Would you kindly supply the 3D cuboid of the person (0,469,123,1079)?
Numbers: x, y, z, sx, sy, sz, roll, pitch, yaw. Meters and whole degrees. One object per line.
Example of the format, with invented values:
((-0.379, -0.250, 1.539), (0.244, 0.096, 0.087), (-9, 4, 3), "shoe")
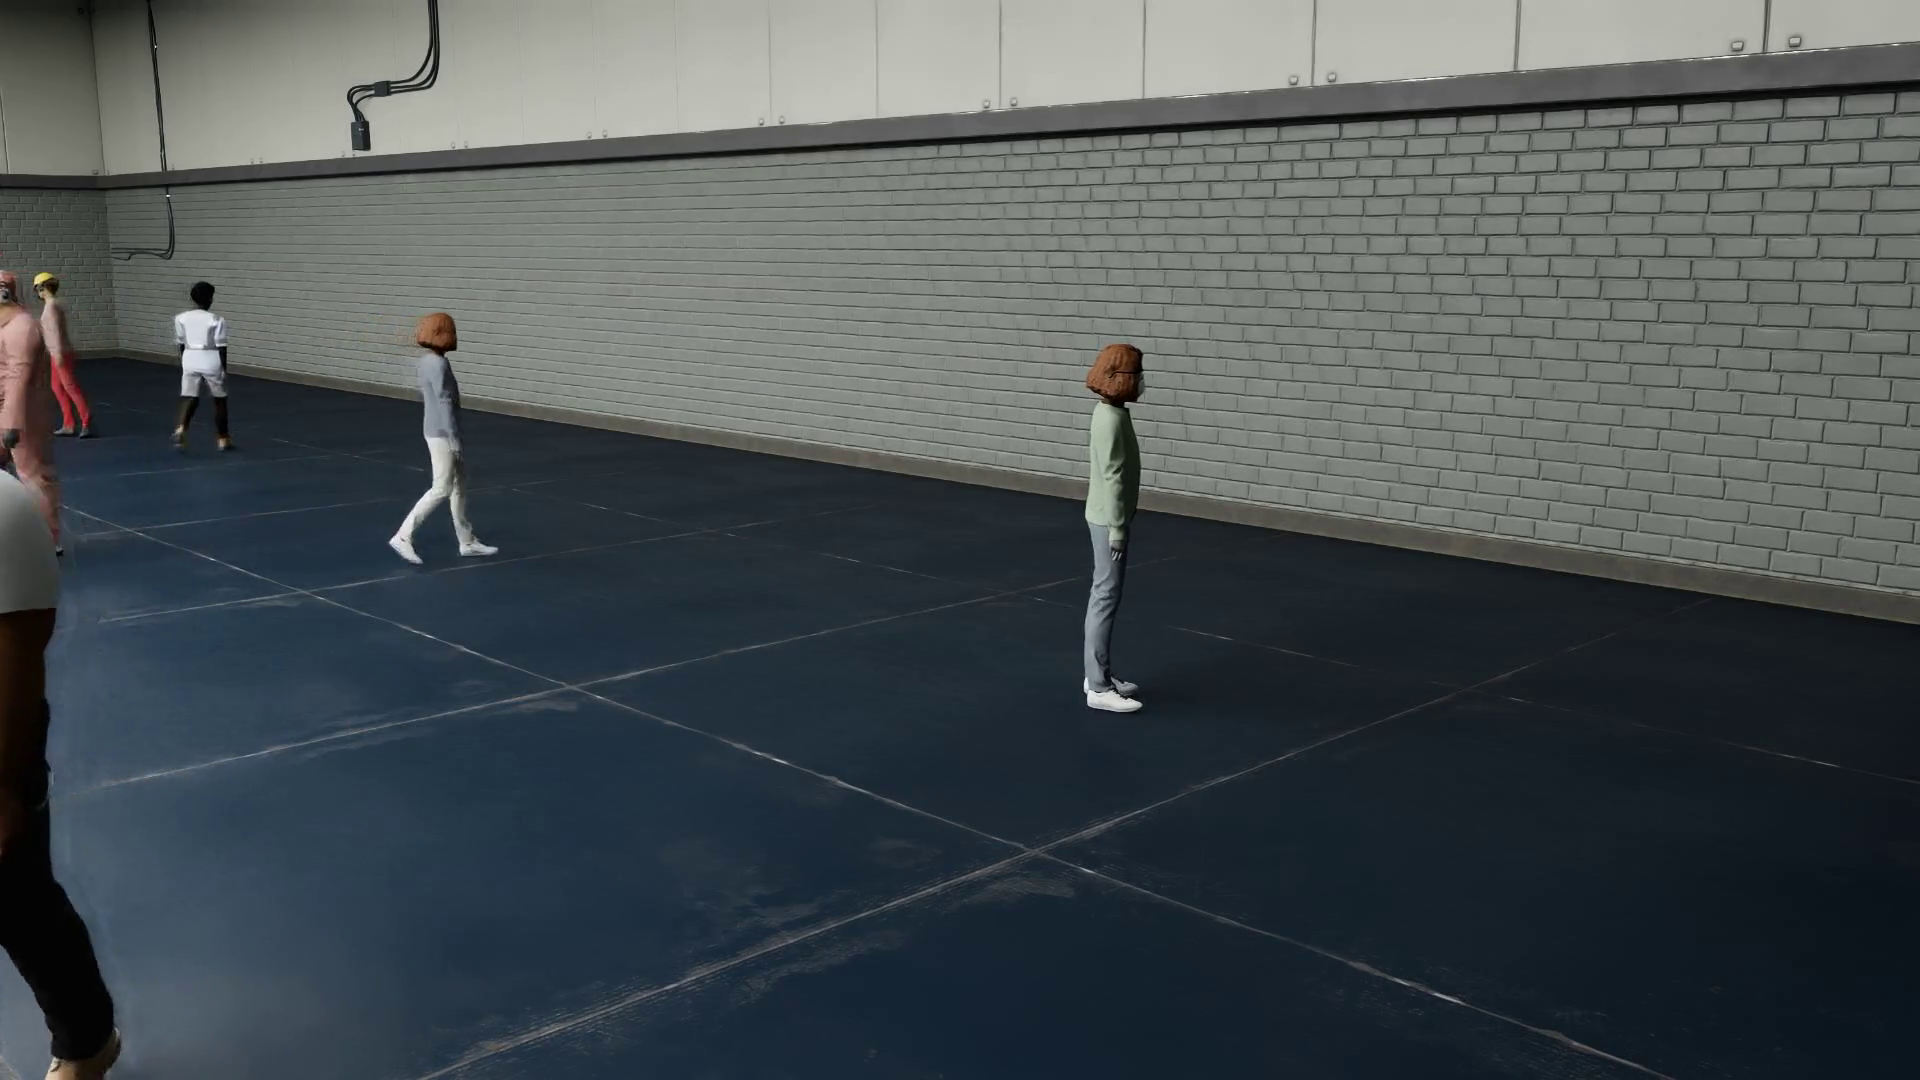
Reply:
((-2.283, 0.459, 3.639), (0.682, 2.000, 1.012), (0, 10, 2), "person")

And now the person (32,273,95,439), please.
((-9.437, -1.942, 17.508), (0.471, 1.729, 0.570), (-5, 12, -26), "person")

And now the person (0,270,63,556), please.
((-6.194, -0.799, 10.786), (0.575, 1.885, 0.687), (-9, 13, -39), "person")

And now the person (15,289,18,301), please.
((-10.983, -2.313, 18.940), (0.544, 1.925, 0.429), (-10, 14, -43), "person")

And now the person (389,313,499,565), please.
((-3.391, -0.660, 10.826), (0.589, 1.640, 0.510), (-3, 11, -18), "person")

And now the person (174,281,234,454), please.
((-7.380, -1.675, 16.176), (0.540, 1.669, 0.776), (0, 10, 2), "person")

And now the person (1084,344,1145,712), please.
((0.695, -0.063, 7.483), (0.267, 1.632, 0.509), (1, 10, 3), "person")
